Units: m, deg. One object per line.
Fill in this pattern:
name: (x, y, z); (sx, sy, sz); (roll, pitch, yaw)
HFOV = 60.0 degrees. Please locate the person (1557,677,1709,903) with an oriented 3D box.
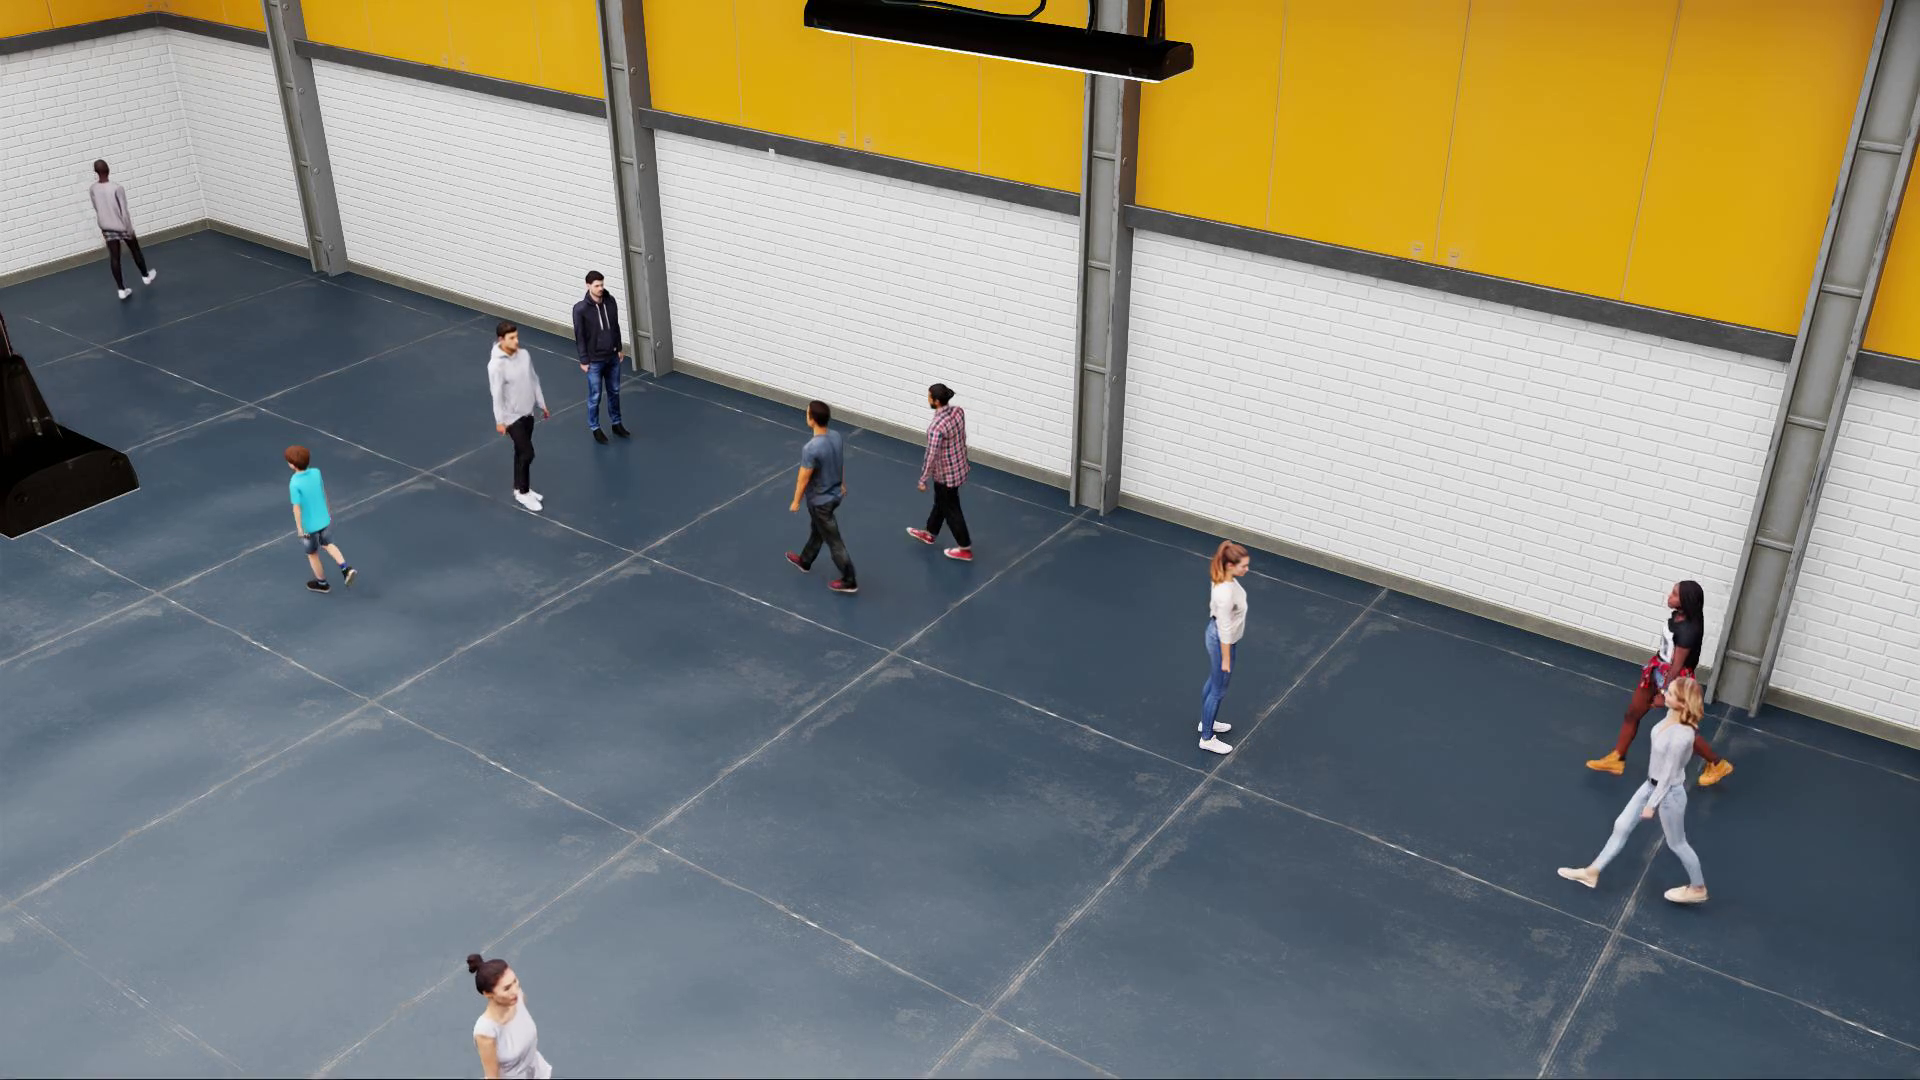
person: (4.685, 1.693, 10.868); (1.266, 1.748, 0.892); (8, 30, 14)

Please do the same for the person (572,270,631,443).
person: (-3.755, -1.940, 17.382); (0.710, 1.888, 0.655); (-23, 36, -36)

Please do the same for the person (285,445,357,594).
person: (-5.623, -0.174, 14.611); (0.747, 1.441, 0.593); (13, 31, 22)

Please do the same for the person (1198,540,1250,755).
person: (1.977, 0.784, 12.554); (0.673, 1.729, 0.684); (3, 29, 6)

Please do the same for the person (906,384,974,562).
person: (-0.040, -0.590, 15.066); (1.036, 1.735, 0.823); (13, 31, 22)

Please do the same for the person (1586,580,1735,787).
person: (5.236, 1.088, 12.043); (1.282, 1.684, 1.005); (2, 29, 5)

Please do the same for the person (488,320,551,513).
person: (-4.356, -1.235, 16.062); (0.764, 1.914, 0.757); (11, 30, 19)

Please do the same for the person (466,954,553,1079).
person: (-2.439, 2.868, 8.878); (0.957, 1.590, 0.726); (8, 30, 15)

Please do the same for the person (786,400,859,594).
person: (-1.108, -0.340, 14.562); (1.087, 1.778, 0.756); (14, 31, 23)

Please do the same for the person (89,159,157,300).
person: (-10.789, -3.931, 21.182); (1.047, 1.745, 1.046); (0, 29, -1)
